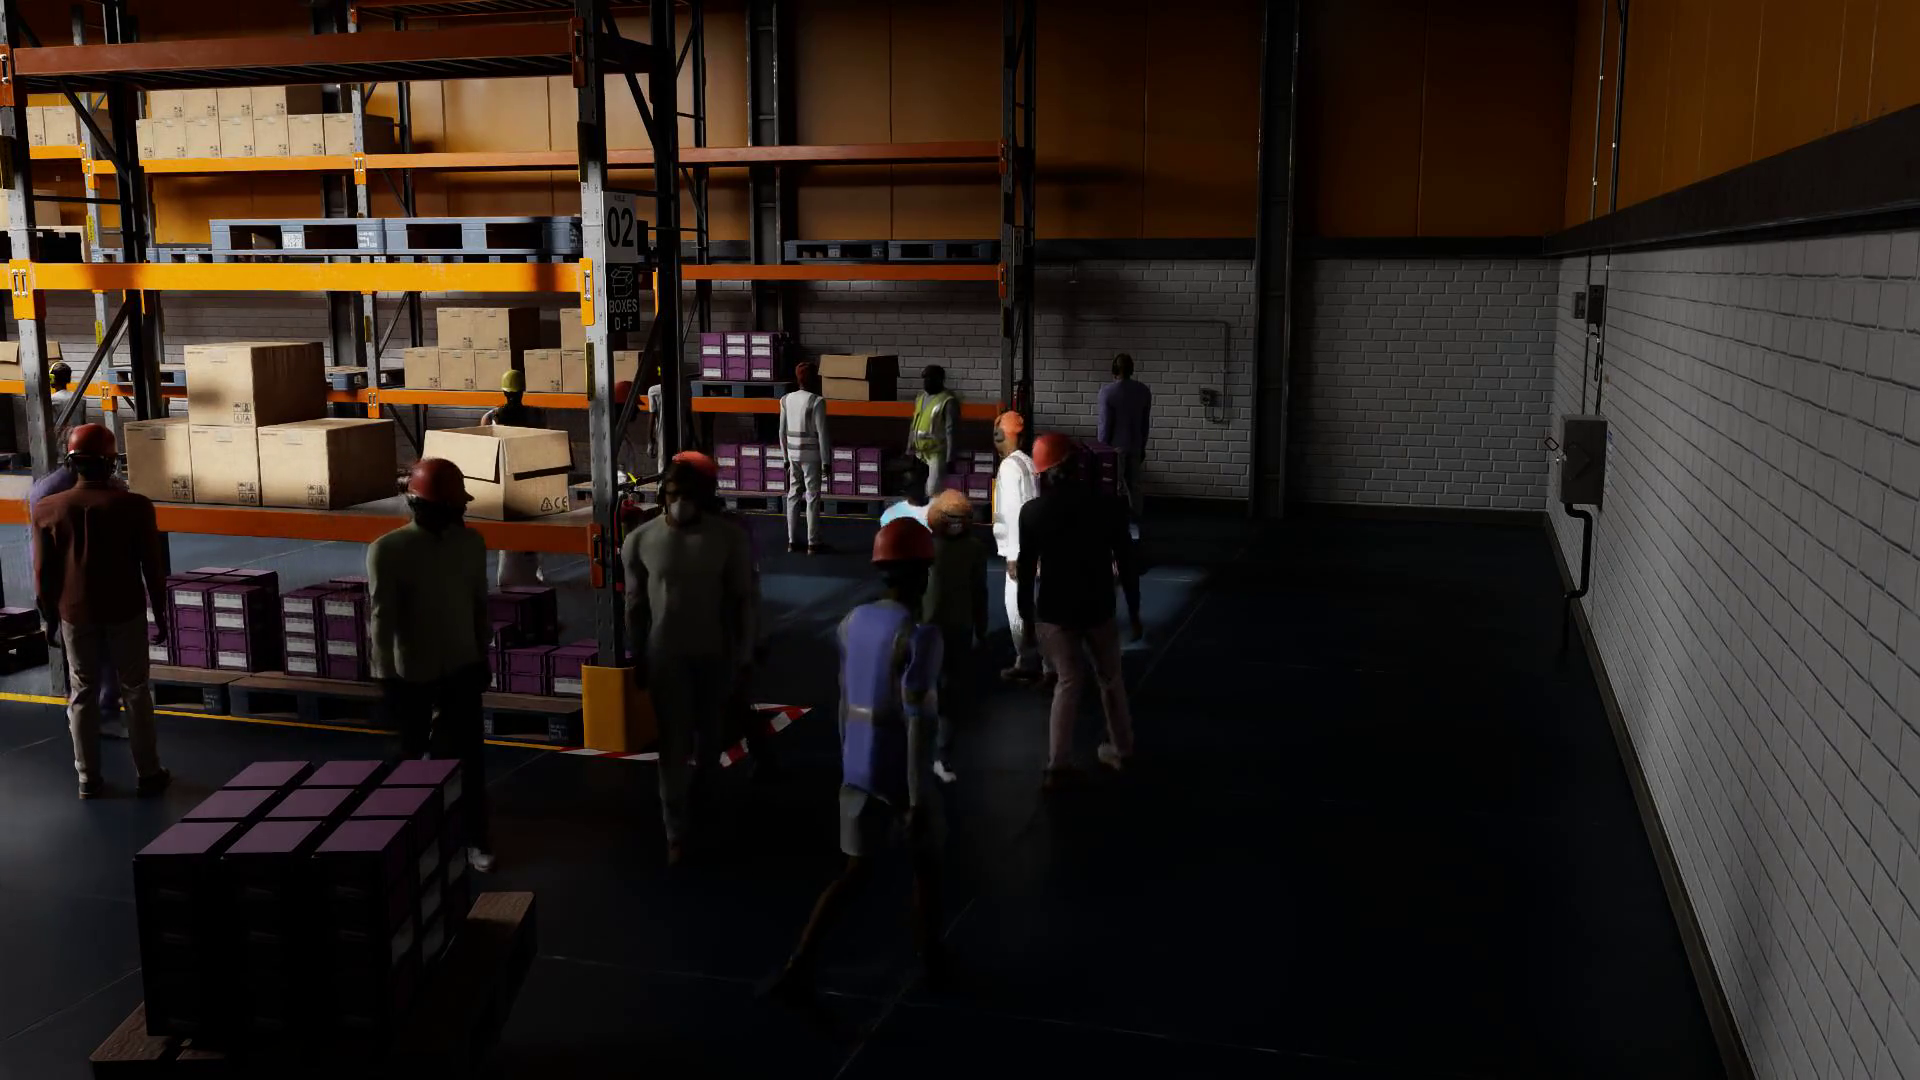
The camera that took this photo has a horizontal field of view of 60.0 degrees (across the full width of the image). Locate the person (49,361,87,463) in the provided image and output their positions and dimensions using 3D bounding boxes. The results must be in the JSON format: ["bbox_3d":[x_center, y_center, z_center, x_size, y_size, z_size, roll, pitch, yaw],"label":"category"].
[{"bbox_3d":[-9.003,-0.863,16.756,0.329,1.872,0.508,3,10,16],"label":"person"}]

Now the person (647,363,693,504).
[{"bbox_3d":[-3.139,-1.062,17.995,0.500,1.863,0.320,-5,10,-27],"label":"person"}]

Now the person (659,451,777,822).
[{"bbox_3d":[-1.281,0.456,8.739,0.551,1.881,1.012,5,11,30],"label":"person"}]

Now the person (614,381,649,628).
[{"bbox_3d":[-2.618,-0.278,13.009,0.376,1.930,0.542,-2,10,-12],"label":"person"}]

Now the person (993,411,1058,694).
[{"bbox_3d":[0.487,0.071,11.127,0.588,1.851,0.652,2,9,11],"label":"person"}]

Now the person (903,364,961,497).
[{"bbox_3d":[-0.279,-0.858,16.834,0.456,1.839,0.651,-6,11,-34],"label":"person"}]

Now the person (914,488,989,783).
[{"bbox_3d":[-0.108,0.504,9.173,0.534,1.610,0.442,-3,10,-17],"label":"person"}]

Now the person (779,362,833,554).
[{"bbox_3d":[-1.513,-0.801,16.336,0.581,1.882,0.339,7,11,35],"label":"person"}]

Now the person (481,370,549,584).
[{"bbox_3d":[-3.899,-0.544,14.681,0.581,1.919,0.396,-4,10,-24],"label":"person"}]

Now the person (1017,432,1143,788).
[{"bbox_3d":[0.659,0.375,9.091,0.688,1.924,0.683,2,10,12],"label":"person"}]

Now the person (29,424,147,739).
[{"bbox_3d":[-5.074,0.264,9.798,0.432,1.894,0.669,3,10,19],"label":"person"}]

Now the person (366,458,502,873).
[{"bbox_3d":[-2.528,0.560,7.881,0.627,1.952,0.880,-8,12,-41],"label":"person"}]

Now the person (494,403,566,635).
[{"bbox_3d":[-3.188,-0.078,12.104,0.431,1.832,0.645,-3,10,-17],"label":"person"}]

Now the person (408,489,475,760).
[{"bbox_3d":[-2.589,0.535,8.348,0.403,1.831,0.596,-3,10,-16],"label":"person"}]

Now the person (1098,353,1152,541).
[{"bbox_3d":[1.656,-0.936,16.990,0.634,1.939,0.367,-6,11,-31],"label":"person"}]

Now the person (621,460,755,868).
[{"bbox_3d":[-1.324,0.543,8.155,0.633,1.899,1.017,-2,9,-10],"label":"person"}]

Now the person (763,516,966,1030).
[{"bbox_3d":[-0.322,0.866,6.218,0.582,1.888,0.905,8,12,42],"label":"person"}]

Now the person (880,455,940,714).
[{"bbox_3d":[-0.247,0.293,10.320,0.549,1.670,0.538,-5,11,-30],"label":"person"}]

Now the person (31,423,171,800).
[{"bbox_3d":[-4.528,0.378,8.809,0.622,1.993,0.384,-3,10,-16],"label":"person"}]
